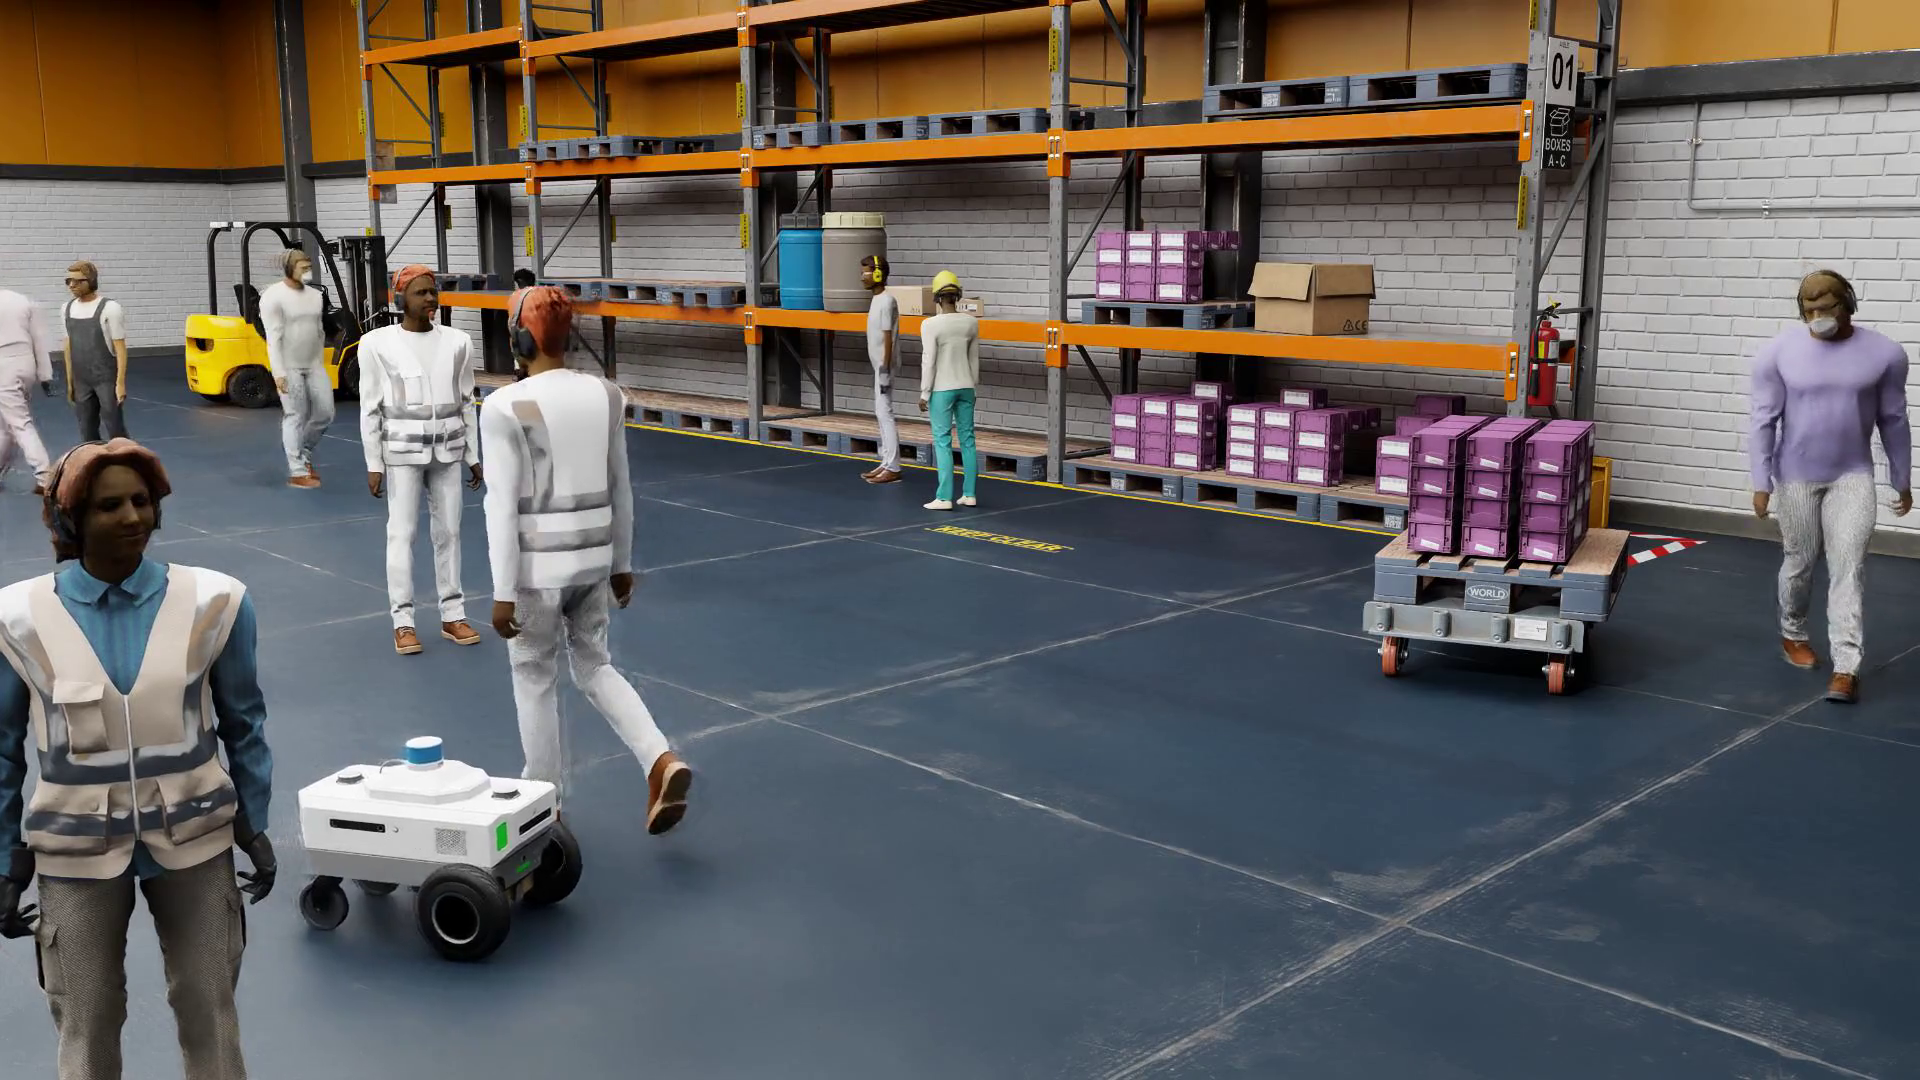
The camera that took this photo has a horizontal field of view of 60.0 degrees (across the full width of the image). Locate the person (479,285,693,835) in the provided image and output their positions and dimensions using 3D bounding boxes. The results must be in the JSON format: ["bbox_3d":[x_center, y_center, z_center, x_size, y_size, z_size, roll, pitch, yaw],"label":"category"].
[{"bbox_3d":[-1.255,0.105,5.456,0.724,1.867,0.585,8,13,36],"label":"person"}]

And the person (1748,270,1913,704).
[{"bbox_3d":[3.910,-0.268,7.489,0.702,1.876,0.931,4,11,19],"label":"person"}]

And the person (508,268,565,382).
[{"bbox_3d":[-4.592,-2.096,17.995,0.592,1.669,0.344,-5,12,-28],"label":"person"}]

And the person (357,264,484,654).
[{"bbox_3d":[-2.619,-0.395,8.127,0.582,1.884,0.351,-8,13,-38],"label":"person"}]

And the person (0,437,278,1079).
[{"bbox_3d":[-1.616,0.617,3.260,0.522,1.645,0.306,-6,12,-29],"label":"person"}]

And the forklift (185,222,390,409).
[{"bbox_3d":[-8.169,-2.758,20.163,2.313,2.155,1.214,-10,14,-44],"label":"forklift"}]

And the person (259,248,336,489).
[{"bbox_3d":[-5.262,-1.353,13.259,0.424,1.923,0.631,5,12,25],"label":"person"}]

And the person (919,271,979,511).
[{"bbox_3d":[-0.088,-1.092,12.263,0.526,1.762,0.335,-8,13,-37],"label":"person"}]

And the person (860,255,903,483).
[{"bbox_3d":[-0.645,-1.399,13.676,0.327,1.860,0.538,-2,11,-11],"label":"person"}]

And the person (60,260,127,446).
[{"bbox_3d":[-6.591,-1.200,12.683,0.558,1.837,0.371,2,11,9],"label":"person"}]

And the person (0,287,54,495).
[{"bbox_3d":[-7.502,-1.262,13.014,1.016,1.827,0.651,4,11,21],"label":"person"}]

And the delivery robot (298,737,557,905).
[{"bbox_3d":[-1.557,0.820,4.871,0.707,0.478,0.477,3,11,15],"label":"delivery robot"}]
